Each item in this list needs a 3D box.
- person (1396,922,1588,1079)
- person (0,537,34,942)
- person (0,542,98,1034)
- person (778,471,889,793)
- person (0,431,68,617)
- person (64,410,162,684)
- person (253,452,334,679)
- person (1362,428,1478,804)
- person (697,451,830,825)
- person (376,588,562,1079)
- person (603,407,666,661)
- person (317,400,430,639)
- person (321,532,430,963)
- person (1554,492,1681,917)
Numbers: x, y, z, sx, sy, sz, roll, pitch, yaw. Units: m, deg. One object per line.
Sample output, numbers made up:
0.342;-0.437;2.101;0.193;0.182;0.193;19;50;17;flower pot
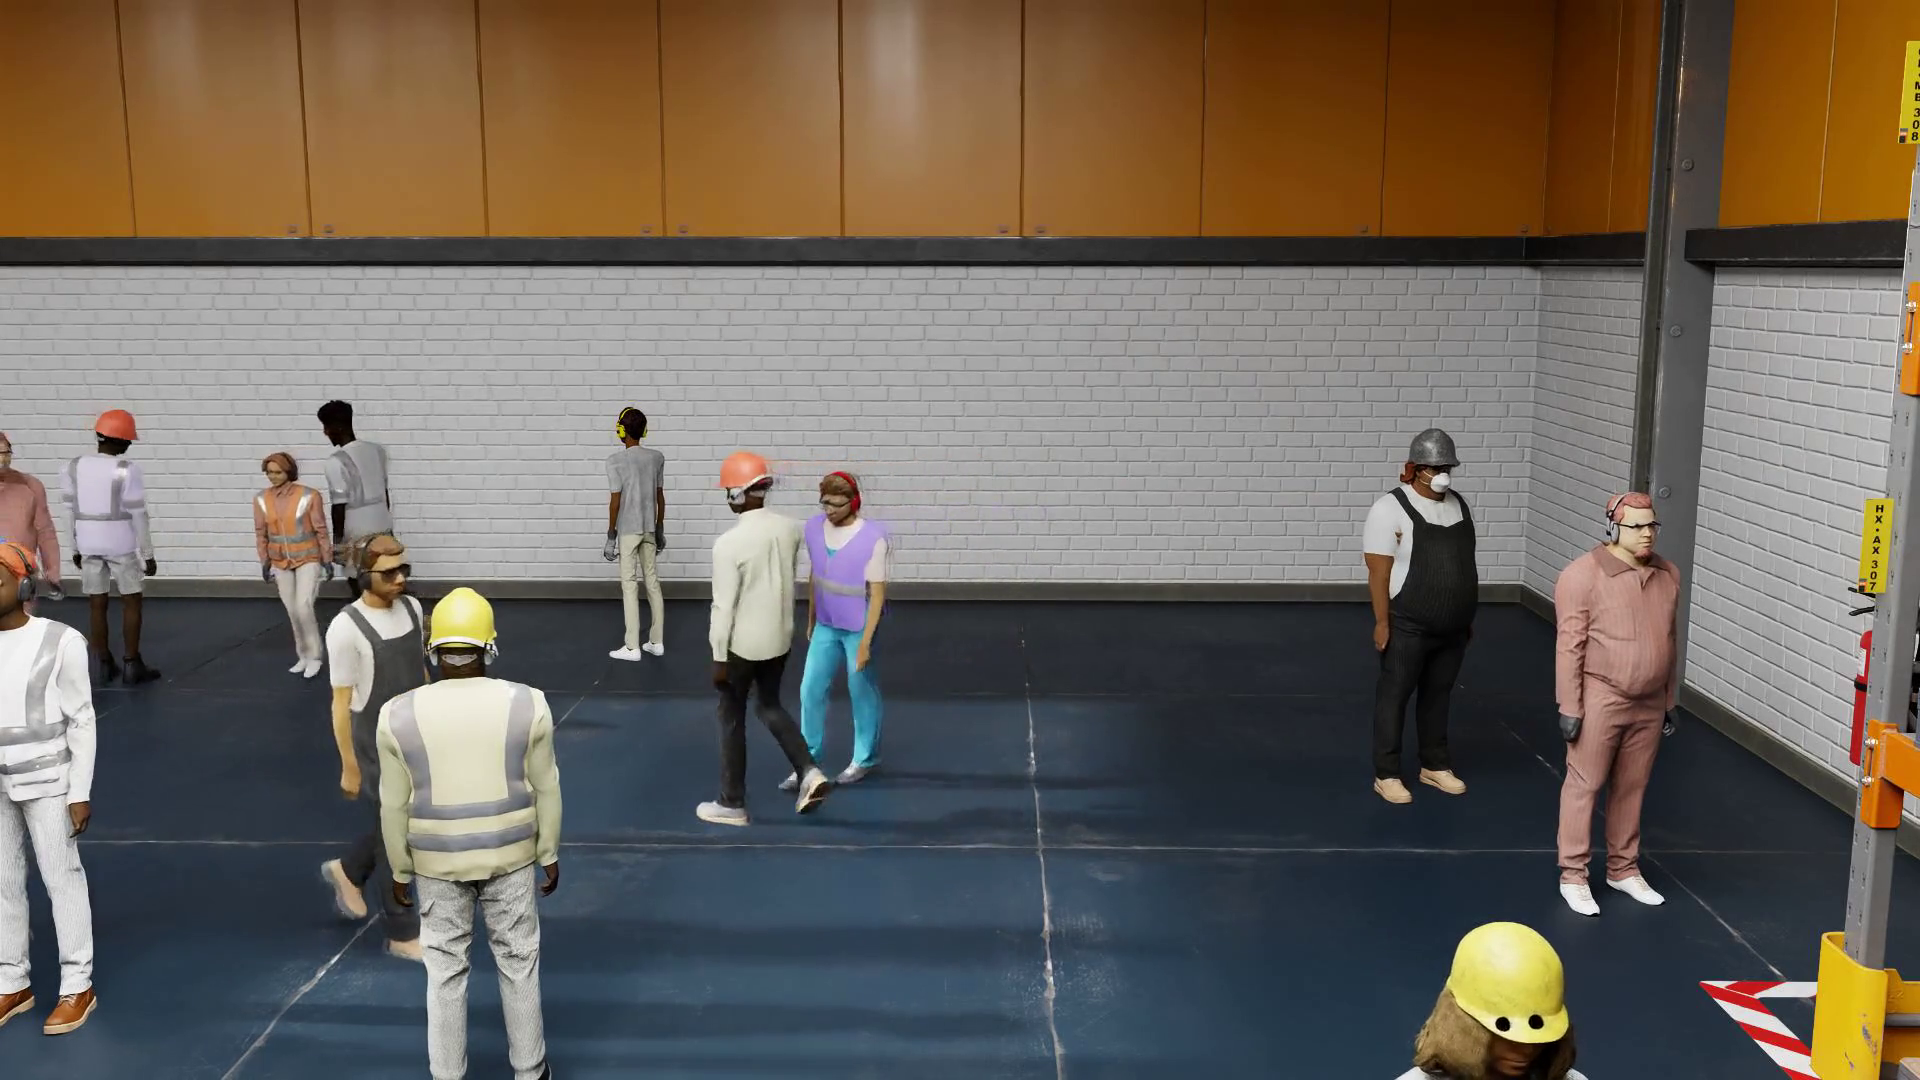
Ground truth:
0.978;1.542;3.132;0.492;1.740;0.325;-2;10;-13;person
-4.248;0.796;7.045;0.564;1.932;0.604;-1;10;-5;person
-3.567;0.940;6.311;0.574;1.885;0.356;1;9;3;person
-0.699;0.511;9.120;0.652;1.797;0.772;7;12;36;person
-5.940;0.257;10.389;0.663;1.884;0.649;6;11;32;person
-5.900;0.063;11.544;0.597;1.895;0.441;0;9;2;person
-4.687;0.176;11.711;0.524;1.605;0.526;1;10;7;person
2.554;0.406;9.043;0.687;2.000;0.538;-4;10;-25;person
-1.035;0.522;8.547;0.640;1.972;0.631;7;12;36;person
-1.661;1.068;5.695;0.590;1.833;0.404;-3;10;-16;person
-2.398;-0.045;12.257;0.325;1.871;0.524;9;13;42;person
-4.349;-0.077;12.289;0.668;1.929;0.661;3;10;16;person
-2.452;0.855;6.990;0.620;1.828;0.534;3;10;19;person
2.982;0.730;7.502;0.642;1.908;0.407;-3;10;-19;person
